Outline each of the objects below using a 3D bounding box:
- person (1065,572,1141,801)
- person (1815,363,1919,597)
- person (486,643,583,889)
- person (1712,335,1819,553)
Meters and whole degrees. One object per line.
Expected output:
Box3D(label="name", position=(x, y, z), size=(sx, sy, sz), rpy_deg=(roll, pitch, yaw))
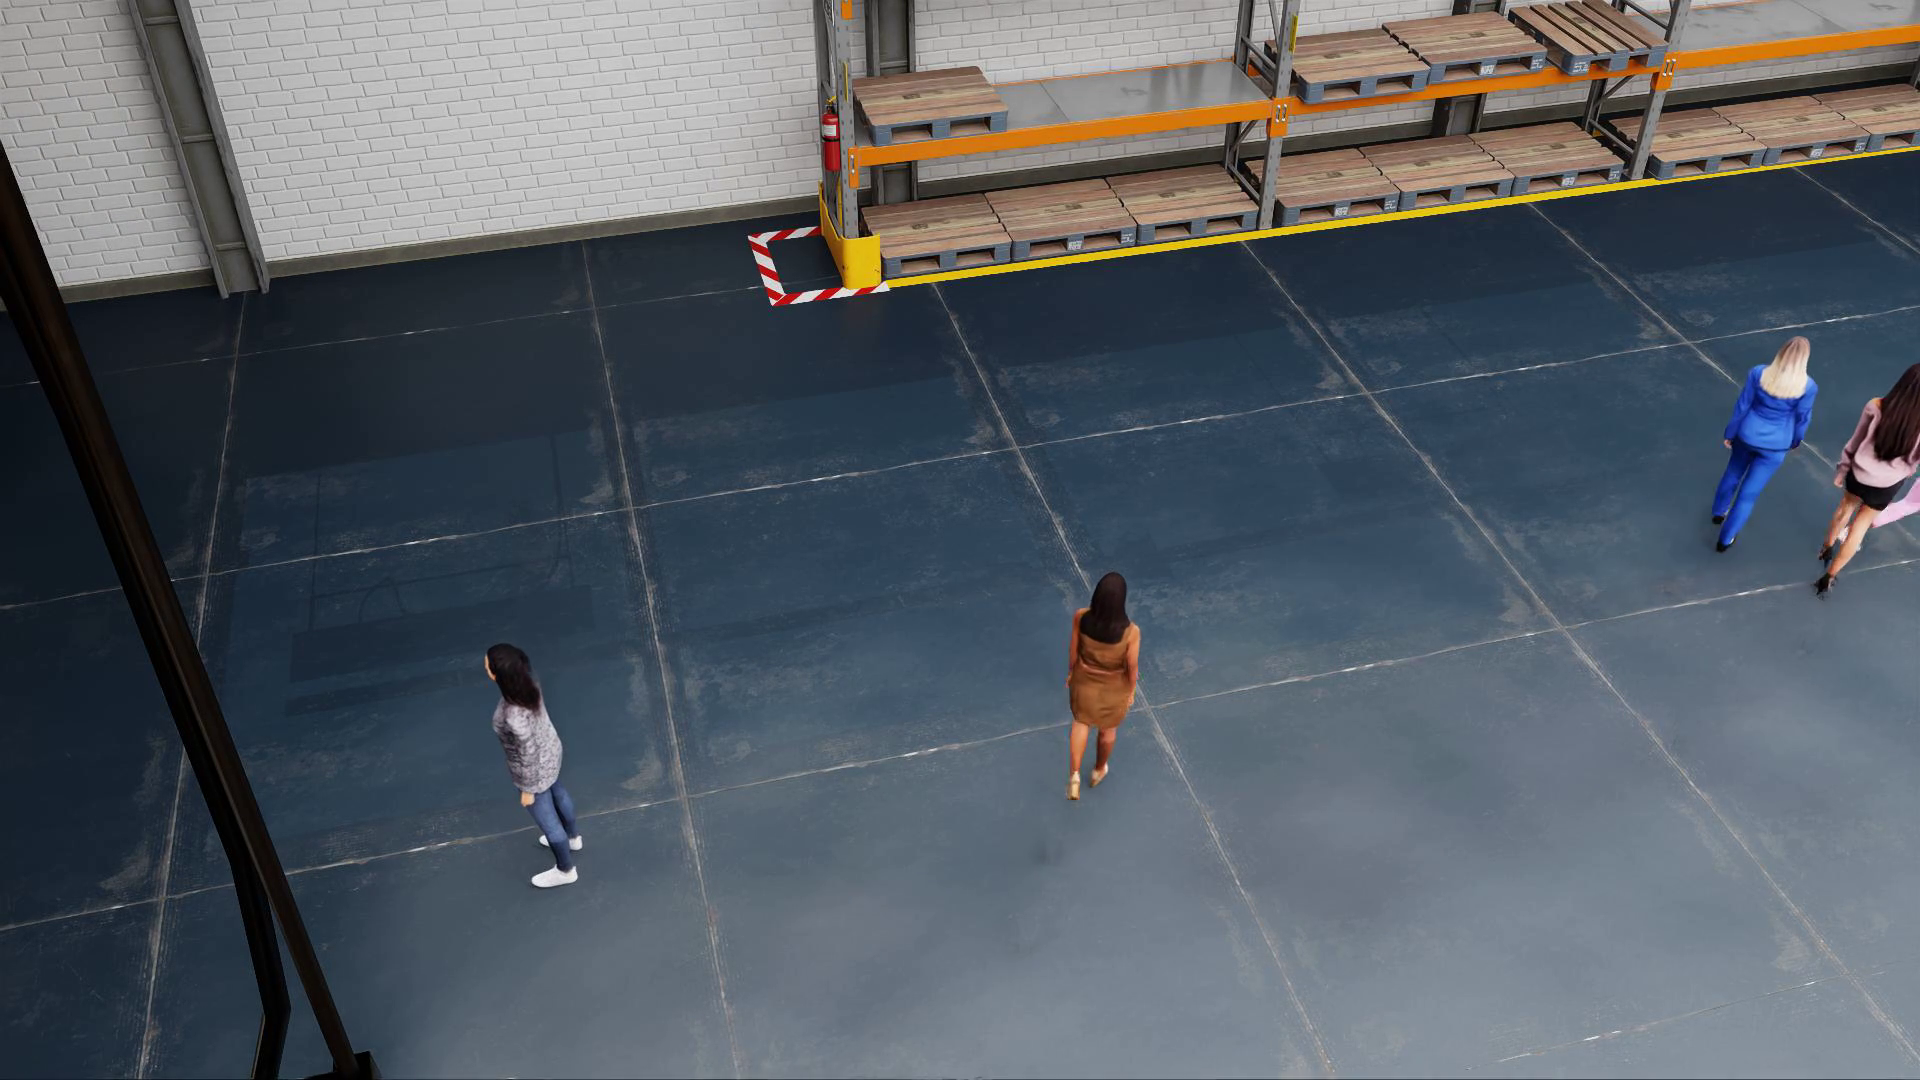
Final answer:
Box3D(label="person", position=(0.788, 0.906, 9.635), size=(0.842, 1.678, 0.874), rpy_deg=(14, 41, 16))
Box3D(label="person", position=(6.081, -0.335, 11.101), size=(0.835, 1.788, 0.905), rpy_deg=(23, 44, 26))
Box3D(label="person", position=(-2.345, 1.226, 9.191), size=(0.609, 1.731, 0.663), rpy_deg=(-1, 39, -1))
Box3D(label="person", position=(5.529, -0.623, 11.546), size=(0.826, 1.683, 0.901), rpy_deg=(29, 47, 31))
